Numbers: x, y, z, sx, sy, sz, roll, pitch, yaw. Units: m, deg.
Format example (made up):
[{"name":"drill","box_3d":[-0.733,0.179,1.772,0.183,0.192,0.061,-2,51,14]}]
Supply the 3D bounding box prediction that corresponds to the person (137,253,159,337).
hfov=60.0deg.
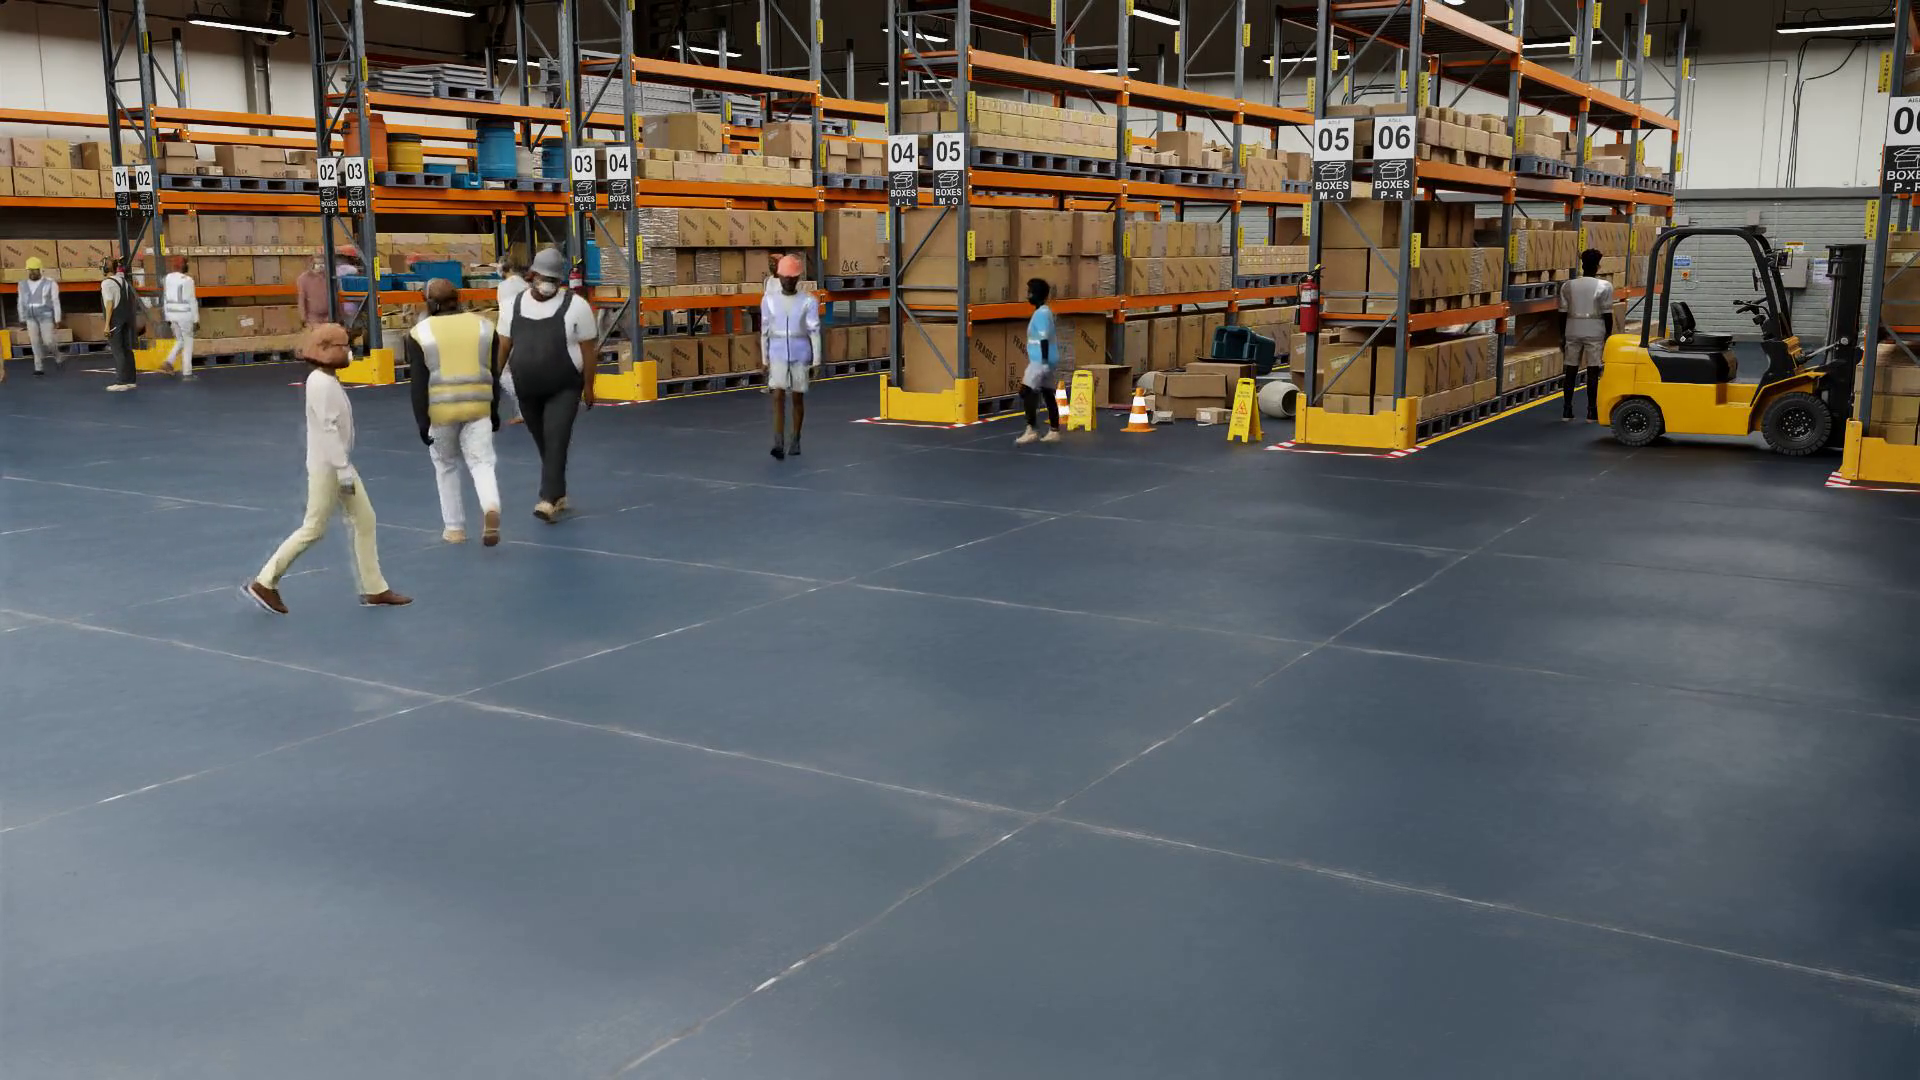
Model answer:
[{"name":"person","box_3d":[-14.580,-4.243,29.819,0.552,1.913,0.776,9,14,42]}]

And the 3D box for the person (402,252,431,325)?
[{"name":"person","box_3d":[-8.766,-3.748,27.138,0.557,1.888,0.993,4,11,20]}]

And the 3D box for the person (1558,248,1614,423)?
[{"name":"person","box_3d":[7.089,-2.312,18.844,0.613,1.965,0.361,8,13,37]}]

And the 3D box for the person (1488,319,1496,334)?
[{"name":"person","box_3d":[10.913,-4.974,33.851,0.371,1.935,0.627,-3,10,-15]}]

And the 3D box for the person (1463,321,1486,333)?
[{"name":"person","box_3d":[9.796,-4.534,31.670,0.564,1.840,0.391,0,10,1]}]

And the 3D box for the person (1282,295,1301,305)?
[{"name":"person","box_3d":[7.169,-5.370,35.960,0.621,1.974,0.741,-5,11,-25]}]

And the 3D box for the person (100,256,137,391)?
[{"name":"person","box_3d":[-11.596,-2.968,22.861,0.332,1.844,0.508,1,10,5]}]

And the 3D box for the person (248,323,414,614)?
[{"name":"person","box_3d":[-3.506,-0.390,9.113,0.801,1.601,0.498,-2,10,-9]}]

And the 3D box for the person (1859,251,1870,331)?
[{"name":"person","box_3d":[15.825,-4.187,29.498,0.607,1.910,0.660,-9,13,-40]}]

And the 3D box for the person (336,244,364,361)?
[{"name":"person","box_3d":[-9.970,-3.785,26.978,0.667,2.014,0.646,9,14,43]}]

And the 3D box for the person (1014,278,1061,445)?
[{"name":"person","box_3d":[0.757,-1.787,16.723,0.589,1.677,0.538,2,10,10]}]

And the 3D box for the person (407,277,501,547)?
[{"name":"person","box_3d":[-3.319,-0.832,11.022,0.620,1.808,0.822,-5,12,-28]}]

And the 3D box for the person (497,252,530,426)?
[{"name":"person","box_3d":[-4.939,-2.207,18.383,0.444,1.919,0.652,2,10,10]}]

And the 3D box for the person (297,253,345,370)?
[{"name":"person","box_3d":[-9.636,-3.386,25.099,0.680,1.878,0.537,-5,11,-27]}]

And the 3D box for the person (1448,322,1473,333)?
[{"name":"person","box_3d":[9.751,-4.615,32.215,0.633,1.811,0.640,-2,10,-10]}]

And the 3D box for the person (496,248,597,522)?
[{"name":"person","box_3d":[-3.058,-1.145,12.104,0.703,2.000,0.962,2,10,12]}]

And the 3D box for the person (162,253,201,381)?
[{"name":"person","box_3d":[-11.417,-3.251,24.360,0.612,1.871,0.465,5,11,24]}]

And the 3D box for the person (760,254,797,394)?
[{"name":"person","box_3d":[-2.438,-2.897,22.358,0.572,1.883,0.355,8,13,37]}]

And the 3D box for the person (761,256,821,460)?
[{"name":"person","box_3d":[-1.591,-1.696,15.599,0.576,1.887,0.965,0,10,-1]}]

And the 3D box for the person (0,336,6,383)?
[{"name":"person","box_3d":[-9.255,-1.650,15.556,0.587,1.813,0.459,-2,10,-13]}]

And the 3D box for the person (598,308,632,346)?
[{"name":"person","box_3d":[-6.539,-4.477,31.194,0.589,1.894,0.849,5,11,27]}]

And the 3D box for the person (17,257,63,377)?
[{"name":"person","box_3d":[-14.017,-3.391,25.327,0.607,1.821,0.453,-1,10,-4]}]
